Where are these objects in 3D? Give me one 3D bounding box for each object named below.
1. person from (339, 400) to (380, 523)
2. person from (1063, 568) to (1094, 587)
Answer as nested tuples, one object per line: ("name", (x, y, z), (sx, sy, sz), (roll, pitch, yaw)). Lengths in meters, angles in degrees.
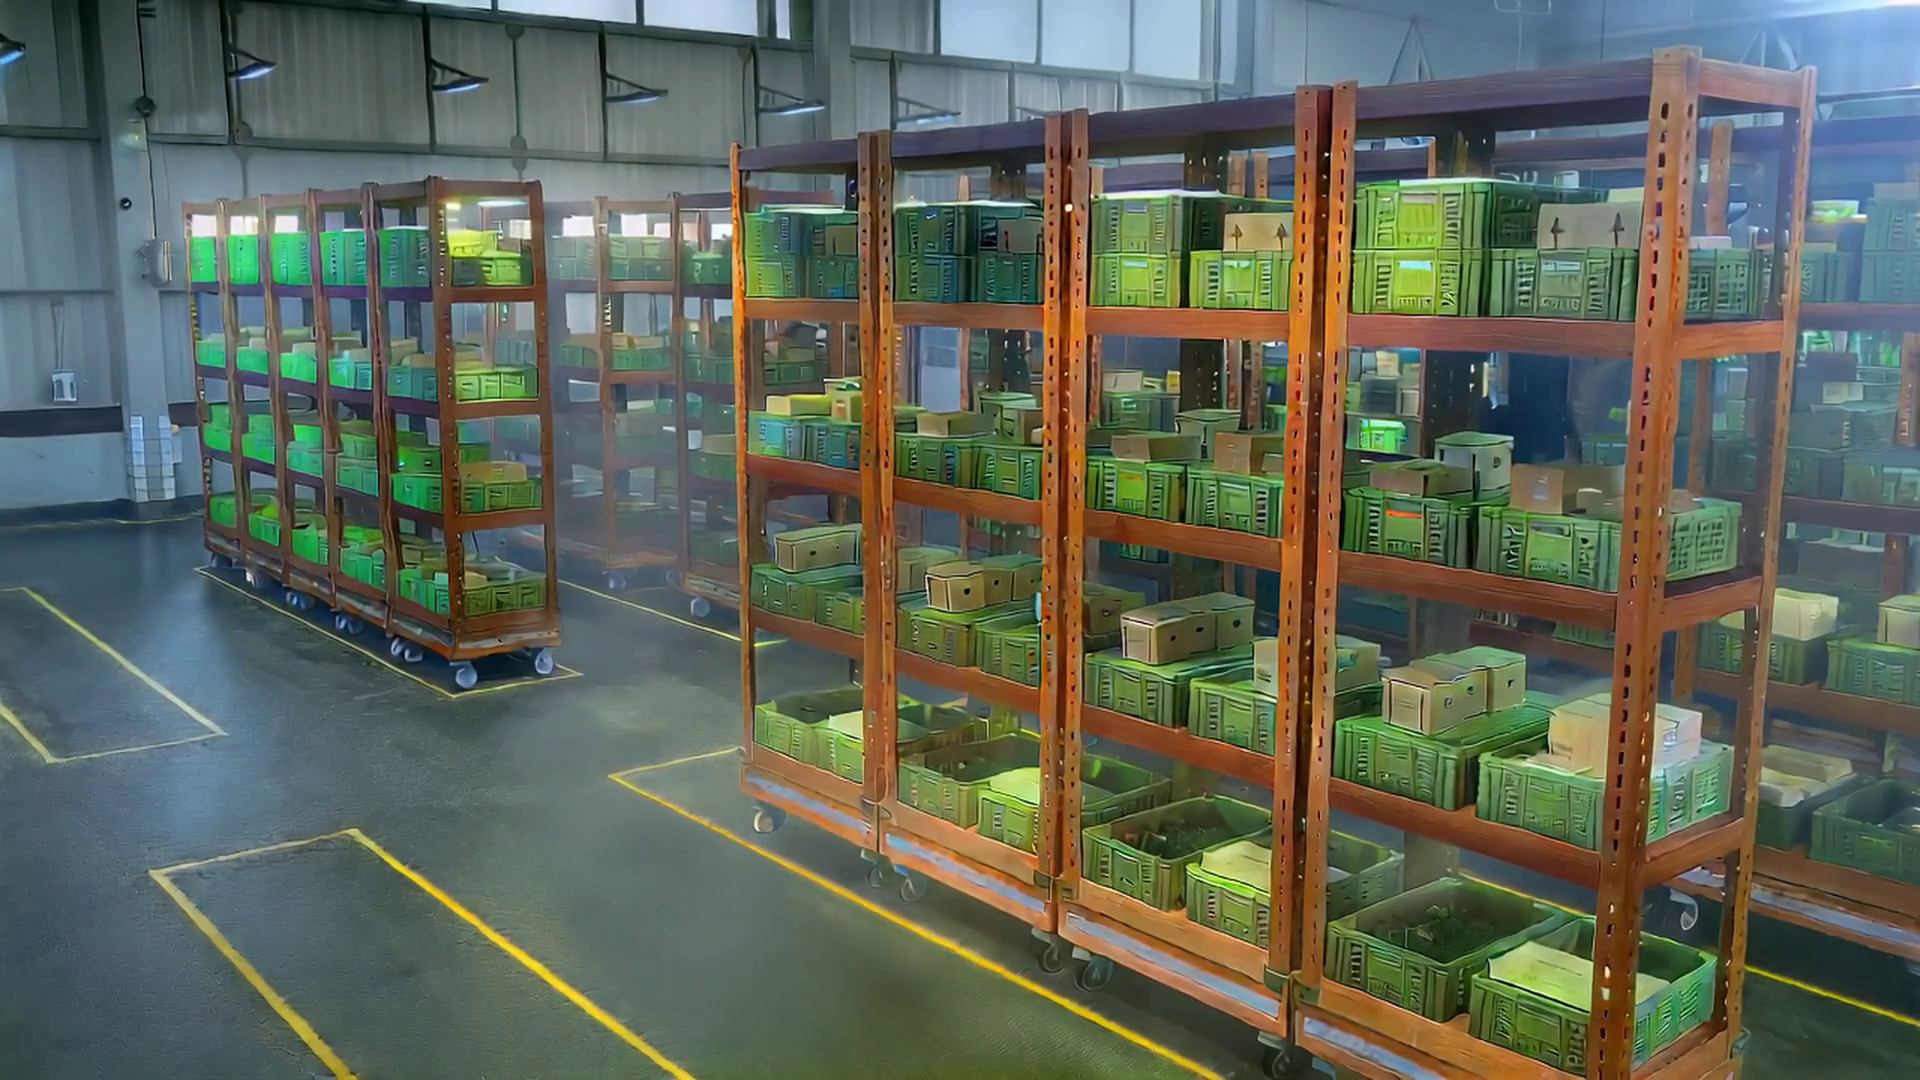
("person", (-6.088, -0.703, 16.972), (0.389, 1.837, 0.560), (-5, 11, -29))
("person", (0.766, 0.092, 12.371), (0.957, 1.782, 0.607), (7, 12, 35))
